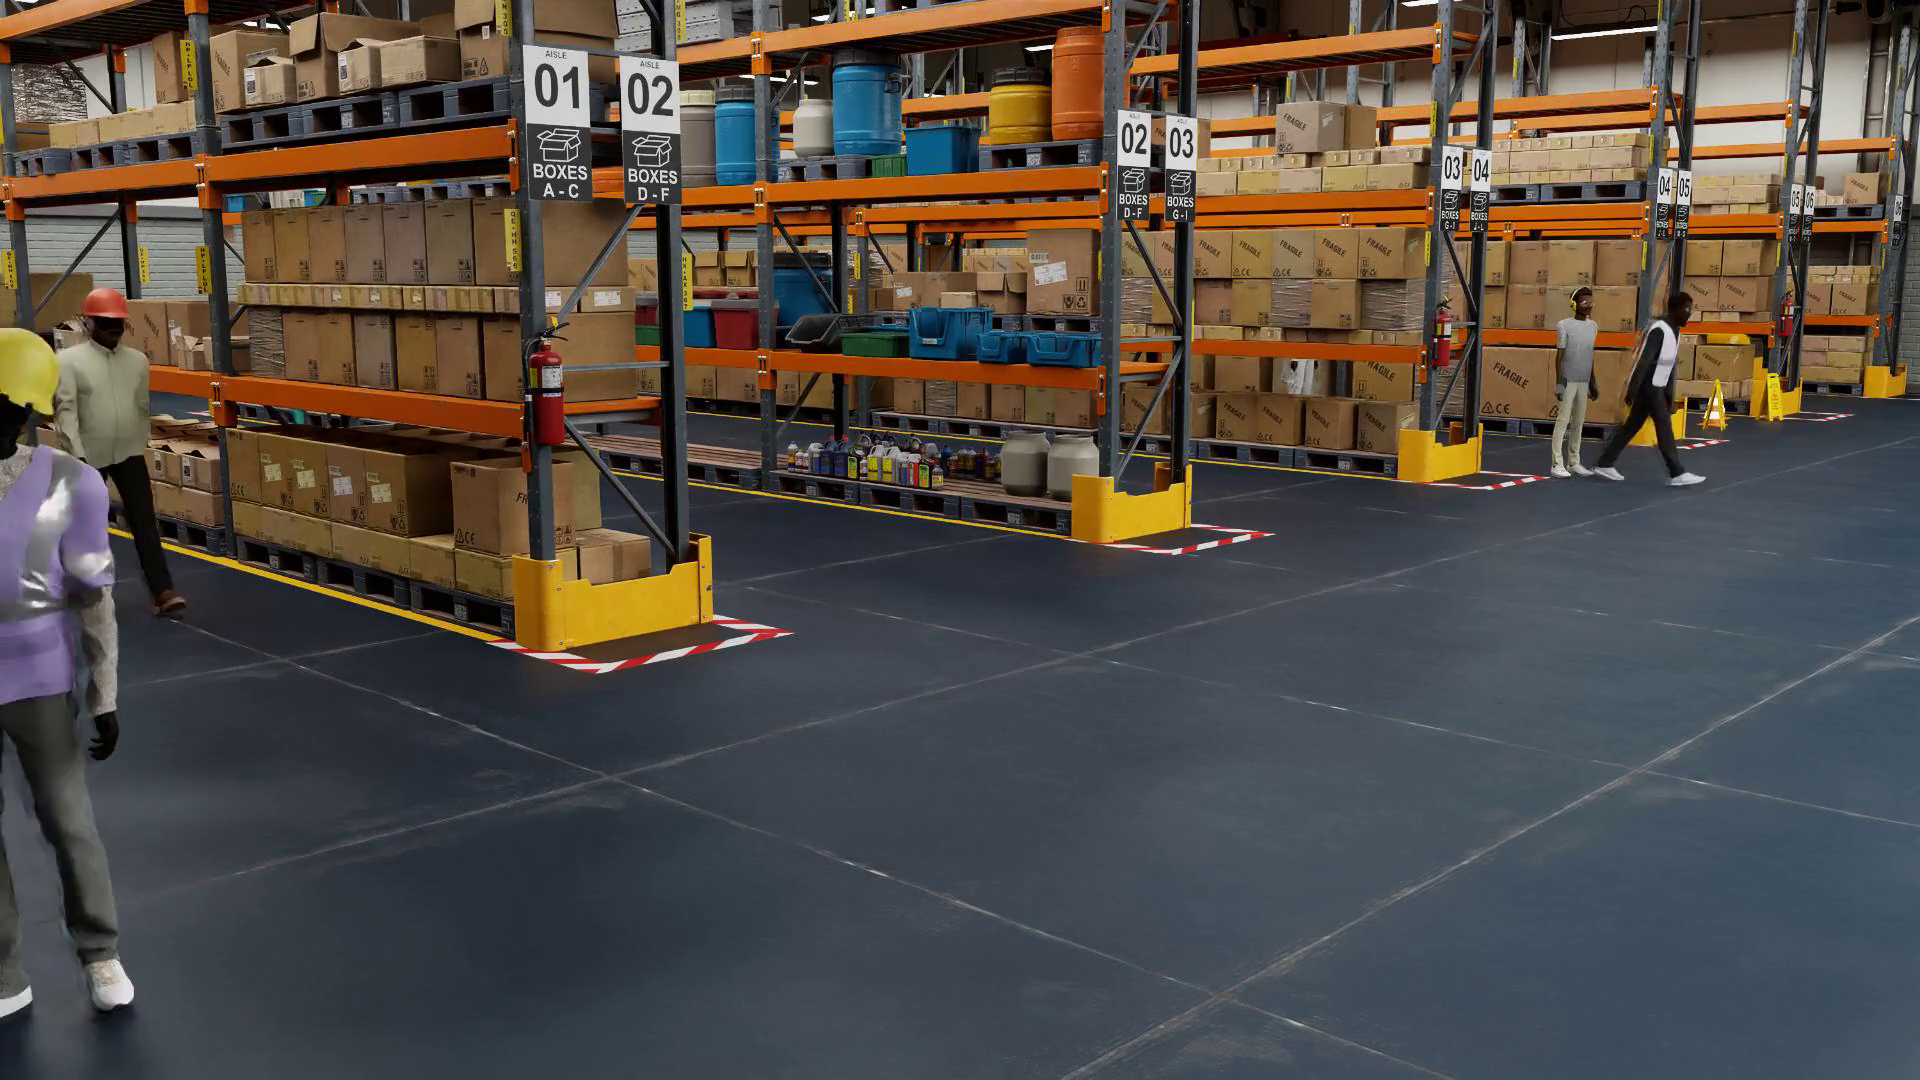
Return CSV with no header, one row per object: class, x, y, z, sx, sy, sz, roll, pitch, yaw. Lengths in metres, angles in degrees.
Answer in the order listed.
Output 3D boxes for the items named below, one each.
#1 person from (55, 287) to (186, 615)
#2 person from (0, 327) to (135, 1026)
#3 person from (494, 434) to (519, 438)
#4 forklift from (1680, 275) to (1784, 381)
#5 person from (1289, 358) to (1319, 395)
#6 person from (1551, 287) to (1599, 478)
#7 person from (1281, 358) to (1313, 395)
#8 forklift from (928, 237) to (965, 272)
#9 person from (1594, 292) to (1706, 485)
person,-5.060,-0.520,9.898,1.045,1.943,0.607,7,12,36
person,-2.578,0.388,4.469,0.637,1.892,0.392,-2,9,-11
person,-3.663,-1.013,13.578,0.531,1.720,0.913,-8,12,-42
forklift,12.480,-3.427,27.053,1.214,2.155,2.313,9,13,43
person,4.353,-2.311,21.038,0.347,1.881,0.584,8,12,40
person,6.105,-1.557,16.451,0.516,1.873,0.329,-4,10,-24
person,4.503,-2.484,21.967,0.437,1.923,0.634,7,12,38
forklift,-0.326,-5.817,39.609,1.129,2.768,1.873,9,13,43
person,6.639,-1.461,15.993,1.035,1.844,0.633,6,11,33
